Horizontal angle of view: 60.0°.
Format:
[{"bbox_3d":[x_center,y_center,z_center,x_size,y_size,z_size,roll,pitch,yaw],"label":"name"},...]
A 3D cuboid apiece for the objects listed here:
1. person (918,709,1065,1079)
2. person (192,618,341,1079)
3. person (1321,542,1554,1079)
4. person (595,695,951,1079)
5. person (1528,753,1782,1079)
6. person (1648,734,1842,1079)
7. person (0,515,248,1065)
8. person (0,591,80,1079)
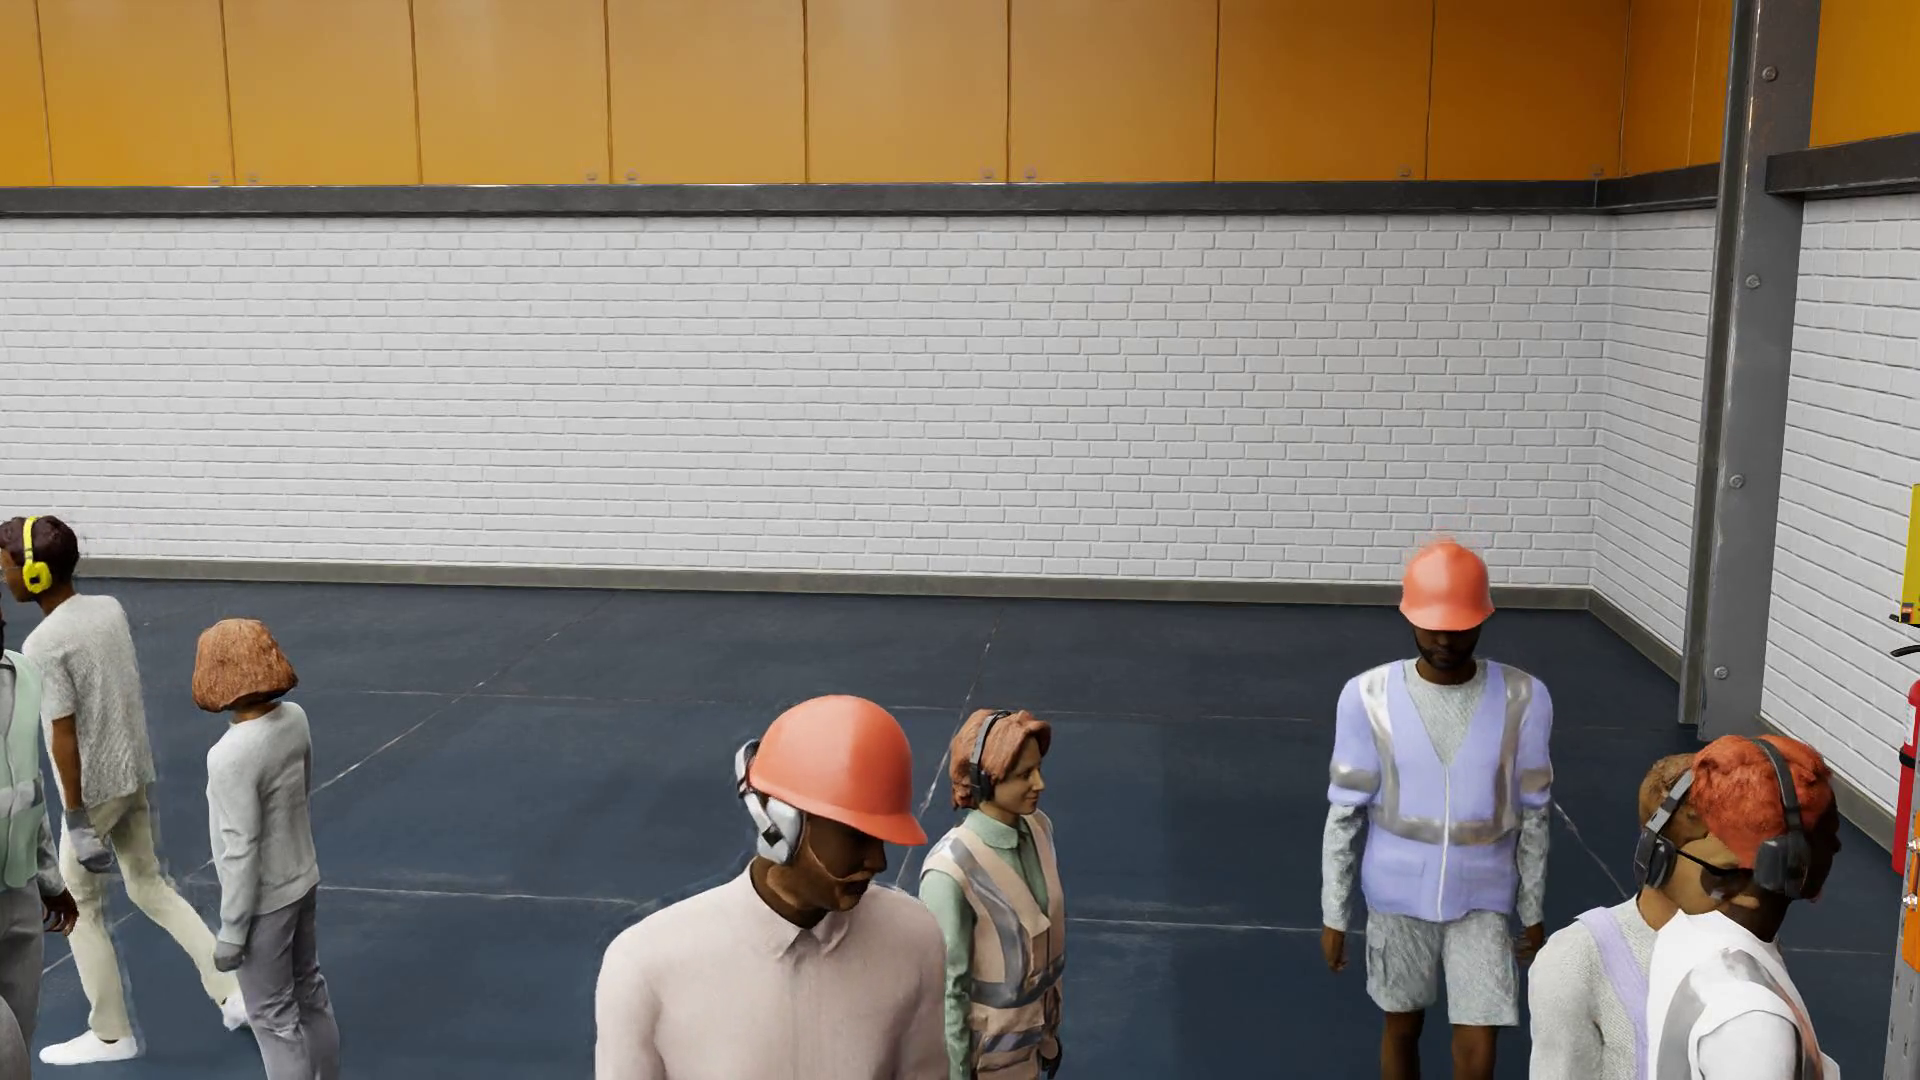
[{"bbox_3d":[0.077,1.182,3.795,0.308,1.640,0.510,5,11,26],"label":"person"},{"bbox_3d":[-1.967,1.024,4.714,0.267,1.632,0.507,0,10,0],"label":"person"},{"bbox_3d":[1.225,0.960,4.284,0.585,1.907,0.770,2,10,14],"label":"person"},{"bbox_3d":[-0.294,1.207,2.711,0.640,1.963,0.458,-5,11,-26],"label":"person"},{"bbox_3d":[1.185,1.247,2.849,0.505,1.840,0.346,-4,11,-24],"label":"person"},{"bbox_3d":[1.258,1.238,2.773,0.344,1.881,0.585,2,10,10],"label":"person"},{"bbox_3d":[-2.668,0.815,5.364,0.654,1.836,0.542,1,10,4],"label":"person"},{"bbox_3d":[-2.574,0.946,4.342,0.391,1.920,0.587,1,10,8],"label":"person"}]
